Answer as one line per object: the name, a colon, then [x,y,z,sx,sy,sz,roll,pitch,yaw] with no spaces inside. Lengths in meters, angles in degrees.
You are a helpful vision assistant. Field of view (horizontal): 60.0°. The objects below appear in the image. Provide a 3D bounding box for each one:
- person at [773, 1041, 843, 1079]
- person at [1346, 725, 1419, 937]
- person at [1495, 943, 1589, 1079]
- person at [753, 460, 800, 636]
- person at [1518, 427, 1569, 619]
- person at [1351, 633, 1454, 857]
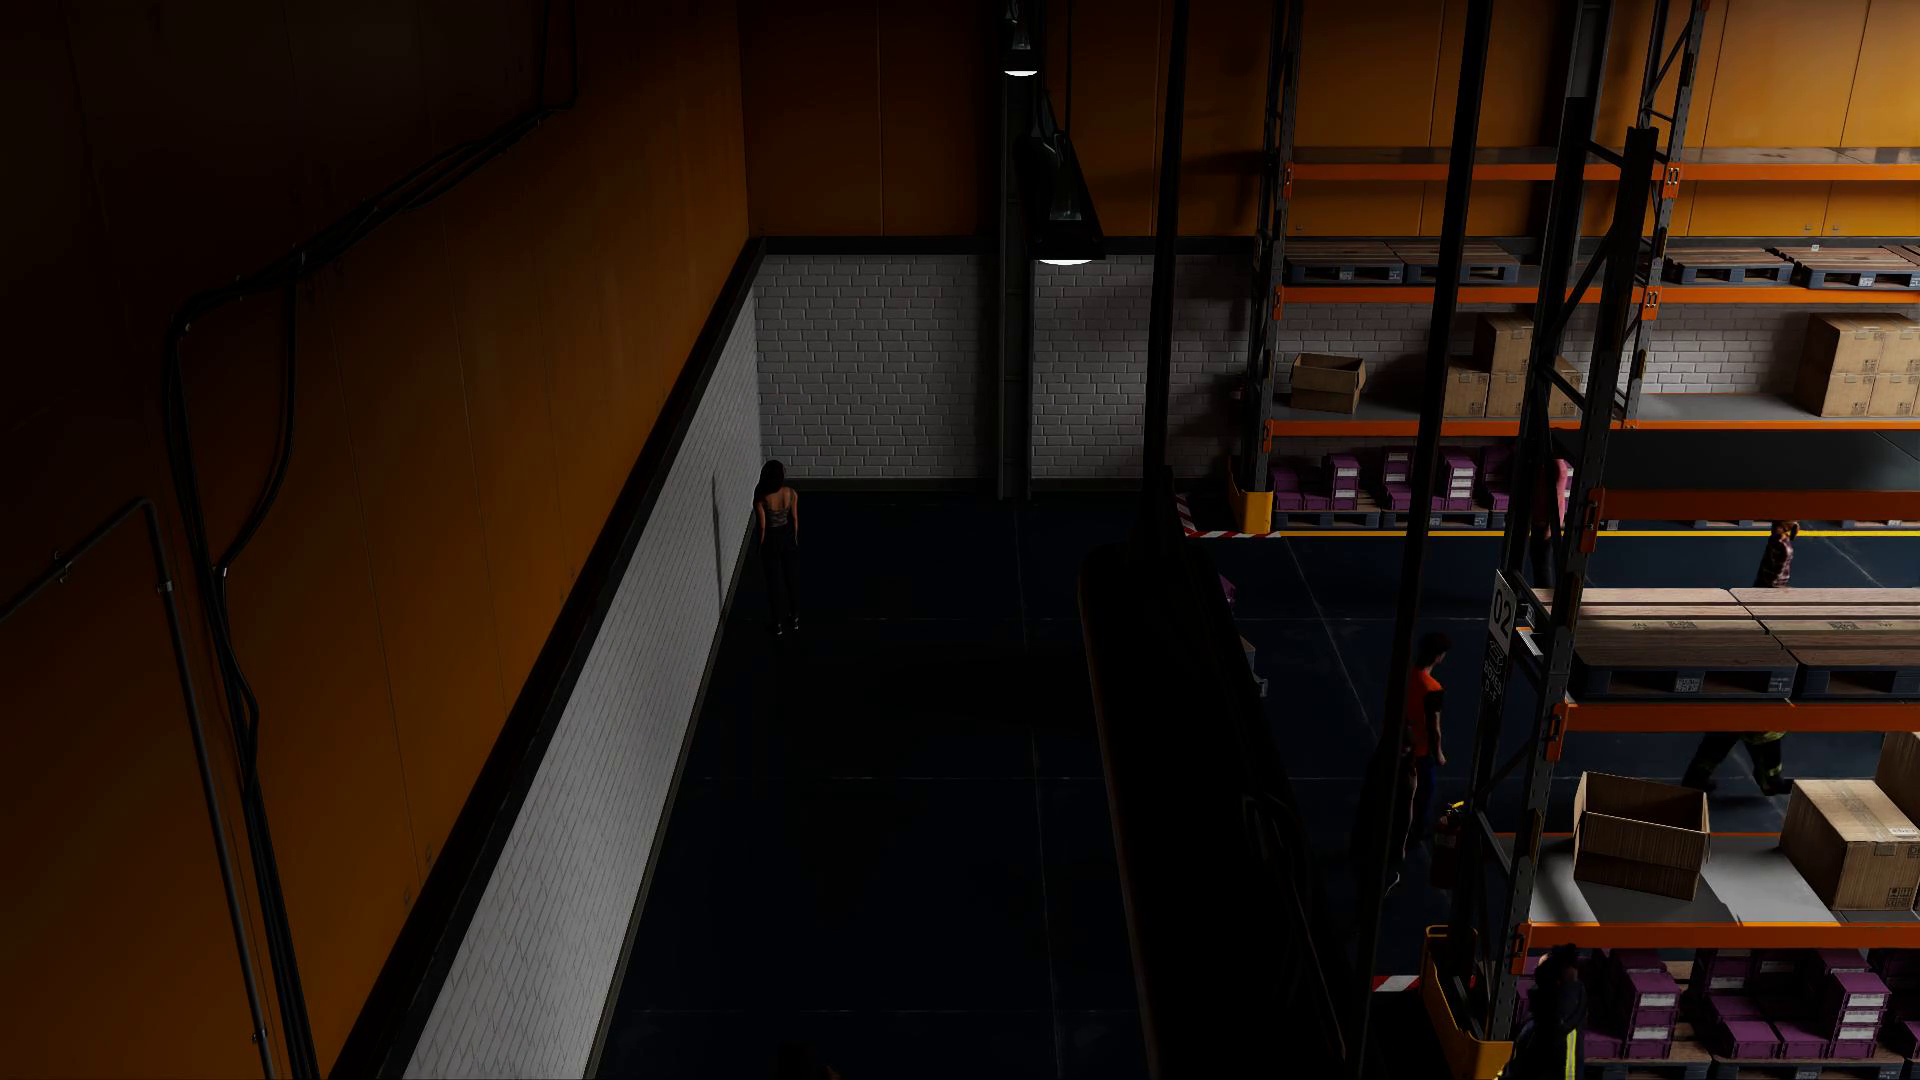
person: [-0.688,3.356,8.523,1.125,1.821,0.940,7,24,15]
person: [3.040,2.016,11.719,0.943,1.716,0.877,-19,30,-36]
person: [3.319,3.023,9.247,0.910,1.851,0.900,13,27,28]
person: [-1.757,0.058,16.133,0.636,1.770,0.747,-13,27,-28]
person: [5.817,-0.182,16.447,0.542,1.956,0.625,0,24,0]
person: [3.310,1.609,12.512,1.138,1.827,0.996,-16,28,-33]
